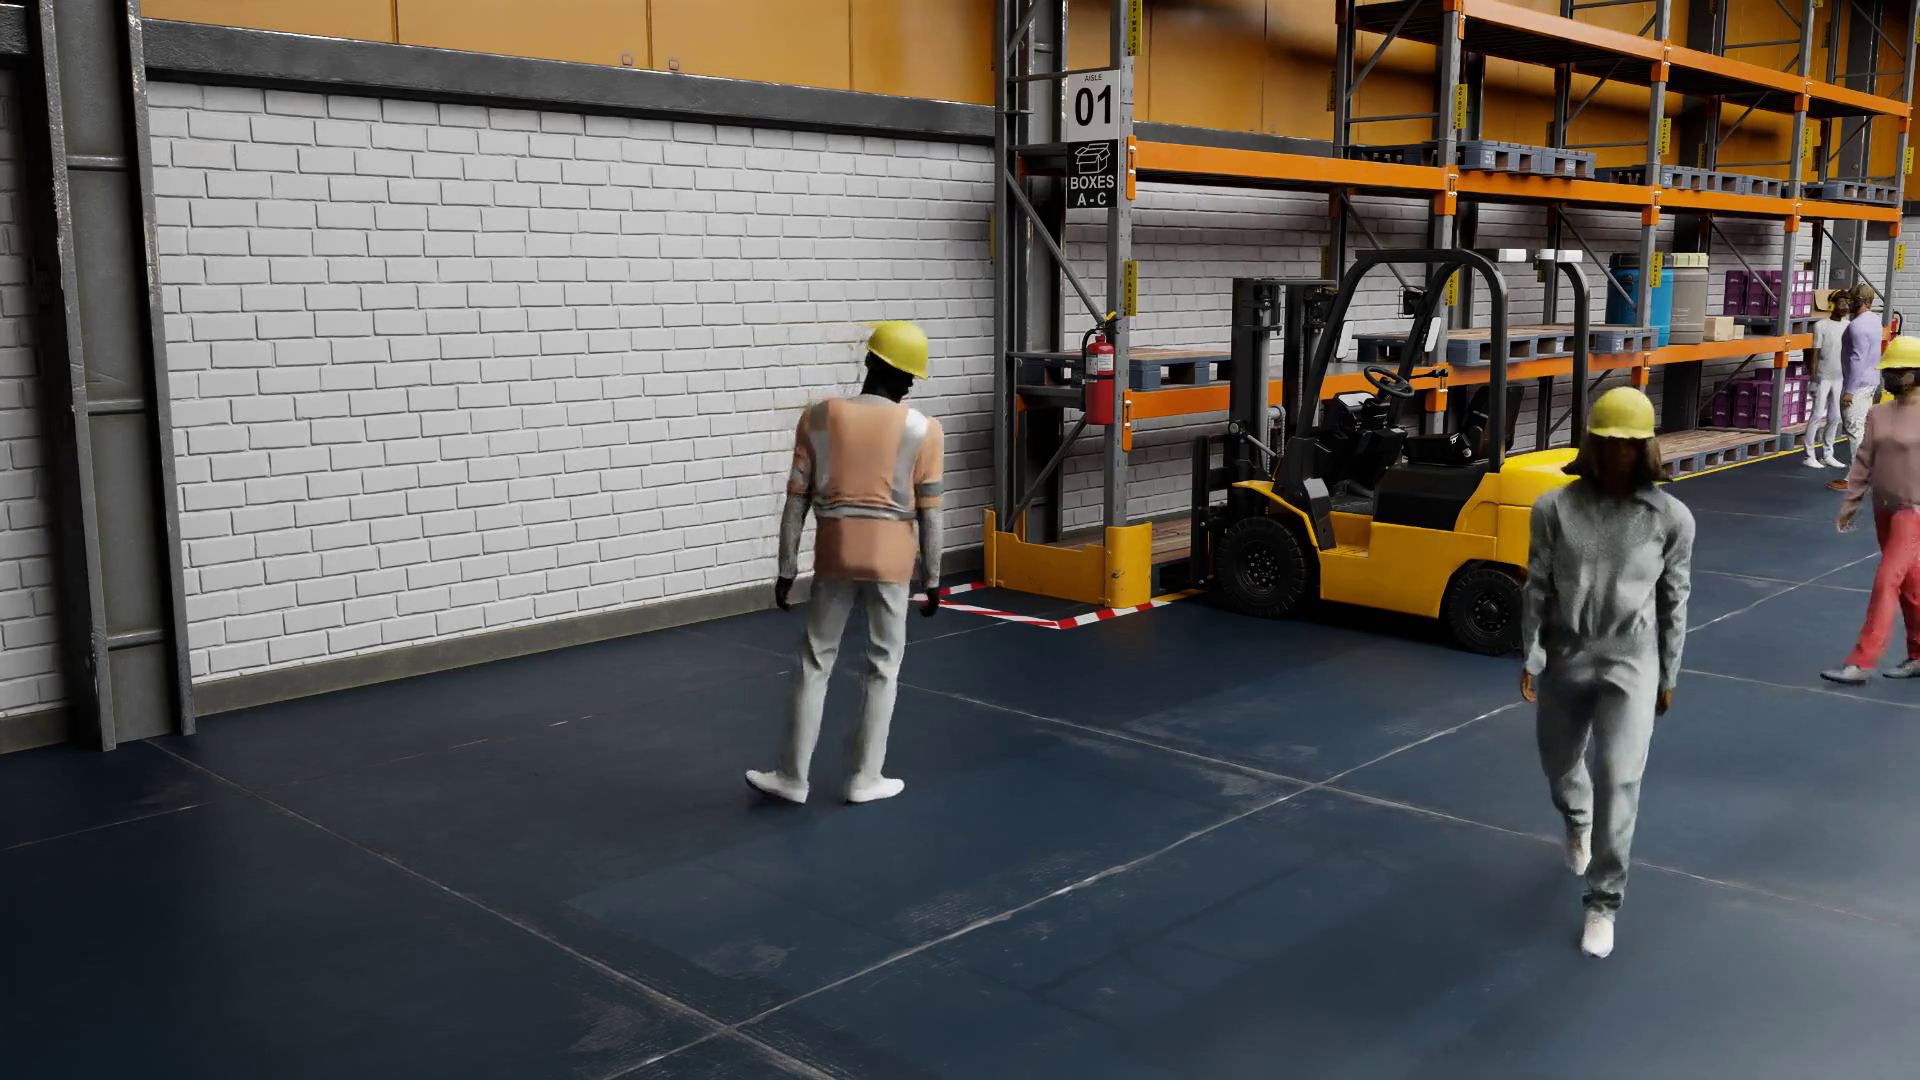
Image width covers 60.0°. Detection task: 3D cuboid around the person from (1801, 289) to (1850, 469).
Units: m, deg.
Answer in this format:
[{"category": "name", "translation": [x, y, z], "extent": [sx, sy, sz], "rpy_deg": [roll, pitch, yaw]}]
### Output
[{"category": "person", "translation": [9.059, -1.668, 17.308], "extent": [0.527, 1.860, 0.321], "rpy_deg": [-3, 10, -18]}]

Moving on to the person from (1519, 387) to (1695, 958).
[{"category": "person", "translation": [2.041, 0.363, 5.263], "extent": [0.478, 1.719, 0.761], "rpy_deg": [5, 11, 29]}]

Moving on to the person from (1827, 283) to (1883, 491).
[{"category": "person", "translation": [8.359, -1.414, 15.490], "extent": [0.356, 1.938, 0.633], "rpy_deg": [8, 12, 40]}]

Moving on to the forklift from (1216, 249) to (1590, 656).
[{"category": "forklift", "translation": [2.710, -0.584, 9.626], "extent": [2.313, 2.155, 1.214], "rpy_deg": [9, 13, 43]}]

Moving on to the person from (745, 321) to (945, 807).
[{"category": "person", "translation": [-0.447, 0.097, 6.441], "extent": [0.787, 1.870, 0.416], "rpy_deg": [1, 9, 4]}]

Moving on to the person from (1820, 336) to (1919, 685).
[{"category": "person", "translation": [4.590, -0.137, 8.277], "extent": [0.831, 1.727, 0.542], "rpy_deg": [-2, 9, -11]}]
